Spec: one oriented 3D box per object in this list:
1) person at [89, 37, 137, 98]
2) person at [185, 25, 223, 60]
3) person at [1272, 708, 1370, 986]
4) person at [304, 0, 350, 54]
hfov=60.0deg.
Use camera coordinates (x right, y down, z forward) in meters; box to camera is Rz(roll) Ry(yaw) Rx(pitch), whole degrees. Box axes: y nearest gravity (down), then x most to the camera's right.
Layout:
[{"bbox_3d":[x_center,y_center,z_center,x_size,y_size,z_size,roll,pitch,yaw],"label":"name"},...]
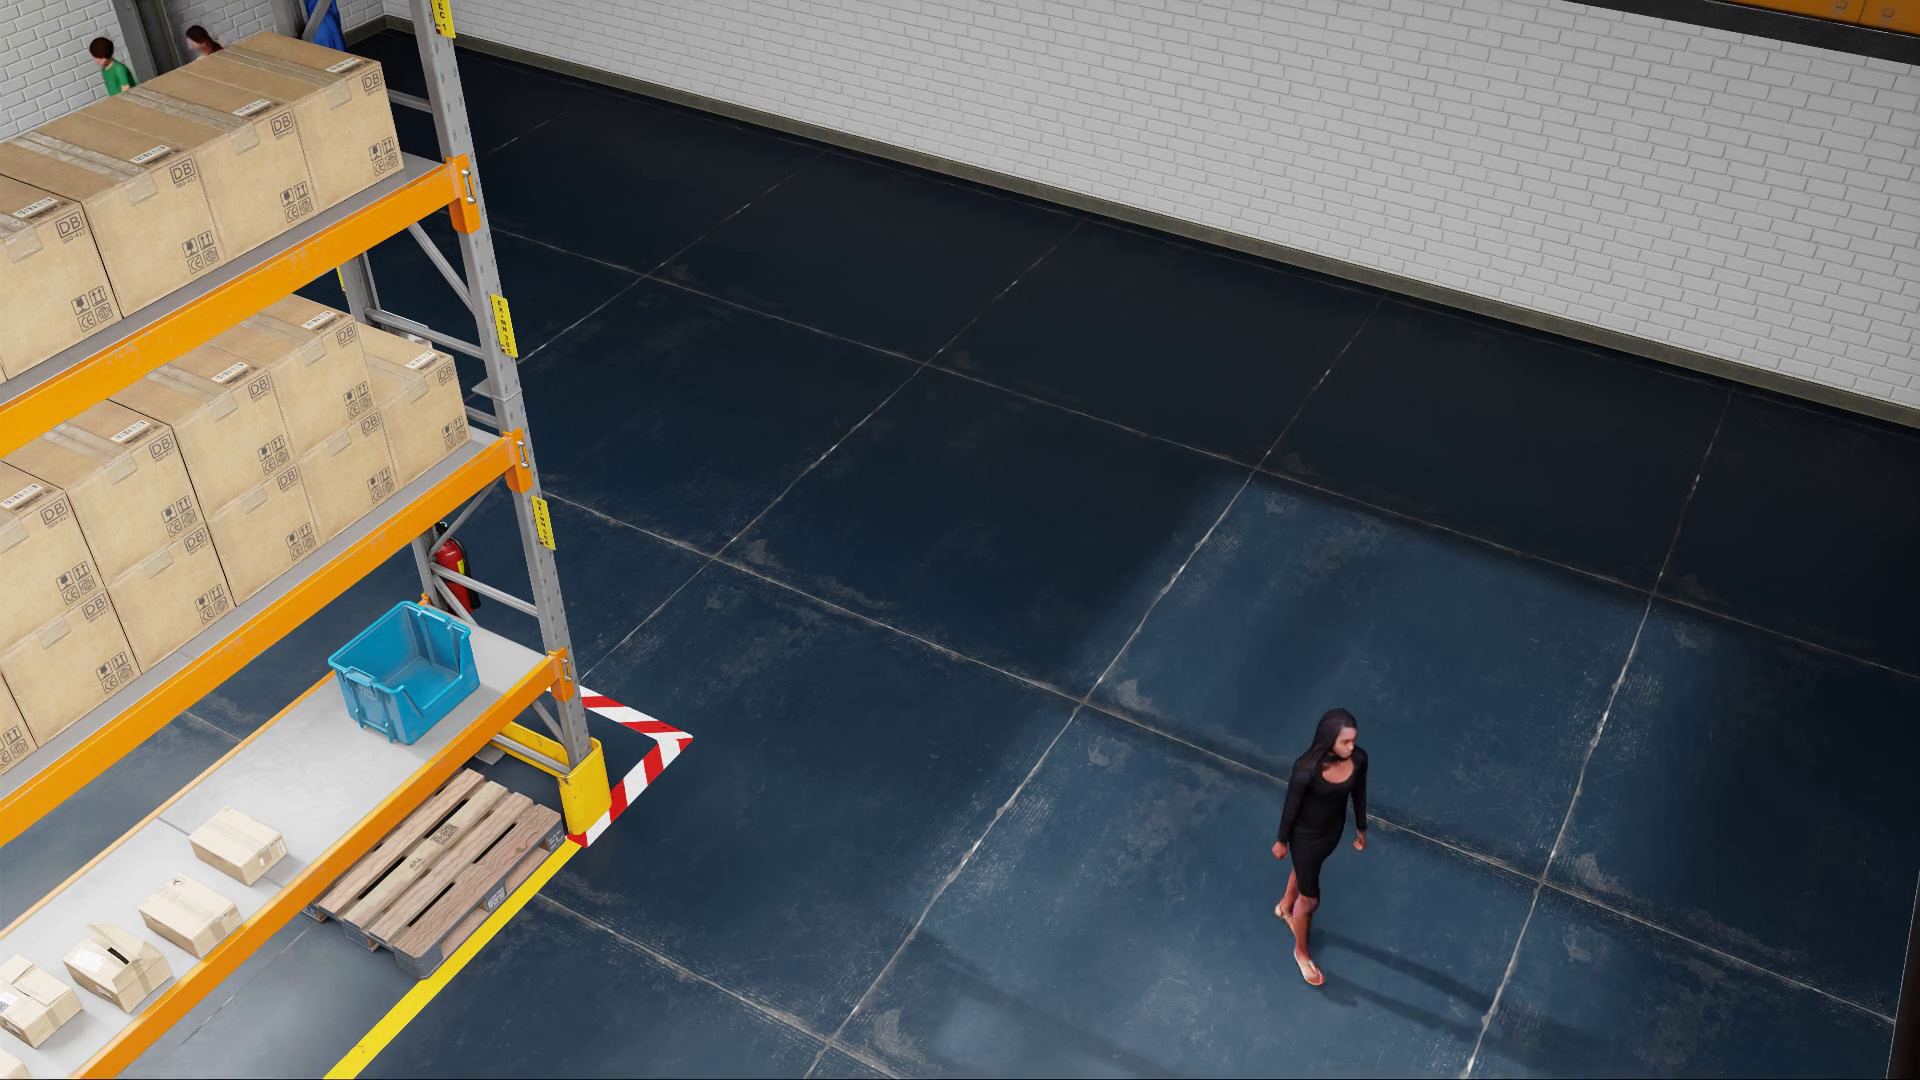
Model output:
[{"bbox_3d":[-8.008,-4.159,16.140,0.853,1.619,0.709,-29,47,-31],"label":"person"},{"bbox_3d":[-7.123,-4.282,16.254,0.858,1.669,0.650,16,41,19],"label":"person"},{"bbox_3d":[1.871,1.523,8.955,0.879,1.707,0.913,-18,42,-21],"label":"person"},{"bbox_3d":[-6.593,-5.196,17.271,0.712,1.828,0.575,29,47,32],"label":"person"}]
